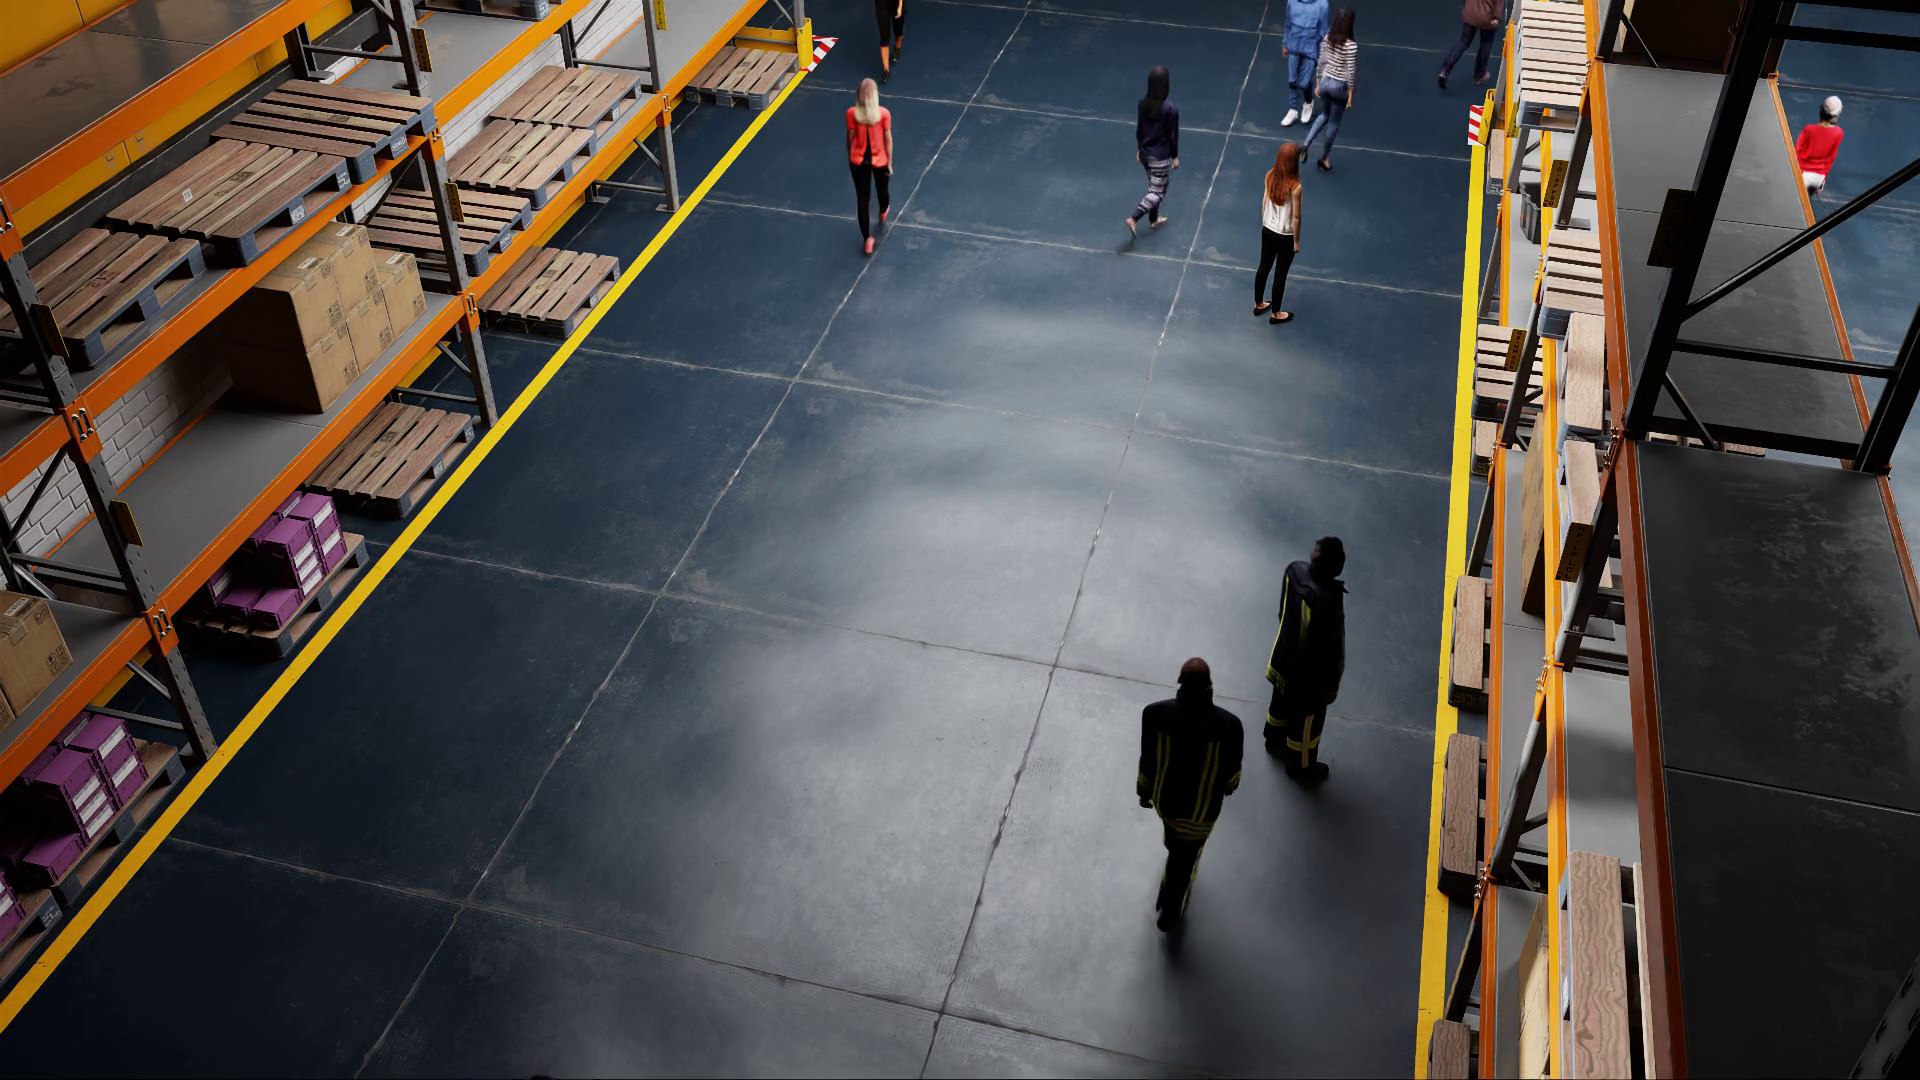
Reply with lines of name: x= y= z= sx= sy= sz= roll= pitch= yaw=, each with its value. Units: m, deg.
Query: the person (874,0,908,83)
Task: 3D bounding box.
person: x=-0.798 y=-6.269 z=19.409 sx=0.770 sy=1.625 sz=1.206 roll=2 pitch=39 yaw=2

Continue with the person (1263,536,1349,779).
person: x=2.194 y=0.705 z=10.482 sx=0.937 sy=1.867 sz=0.842 roll=-12 pitch=40 yaw=-15

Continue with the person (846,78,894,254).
person: x=-0.879 y=-3.562 z=16.000 sx=0.771 sy=1.649 sz=1.150 roll=2 pitch=39 yaw=3

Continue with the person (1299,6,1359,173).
person: x=3.798 y=-4.602 z=17.196 sx=0.873 sy=1.781 sz=0.800 roll=-25 pitch=45 yaw=-28

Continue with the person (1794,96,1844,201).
person: x=7.989 y=-3.346 z=15.703 sx=0.664 sy=1.682 sz=0.892 roll=1 pitch=39 yaw=2

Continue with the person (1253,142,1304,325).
person: x=2.866 y=-2.760 z=14.937 sx=0.681 sy=1.722 sz=0.647 roll=-26 pitch=45 yaw=-29

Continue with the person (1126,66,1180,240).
person: x=1.866 y=-3.733 z=16.162 sx=1.028 sy=1.714 sz=0.891 roll=-31 pitch=48 yaw=-33

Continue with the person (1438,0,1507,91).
person: x=5.866 y=-5.977 z=18.891 sx=1.269 sy=1.815 sz=1.104 roll=-31 pitch=48 yaw=-33

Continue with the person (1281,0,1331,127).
person: x=3.817 y=-5.427 z=18.219 sx=0.796 sy=1.794 sz=0.798 roll=27 pitch=46 yaw=30

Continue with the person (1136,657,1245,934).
person: x=1.296 y=1.473 z=9.590 sx=0.804 sy=1.779 sz=1.203 roll=13 pitch=40 yaw=16
